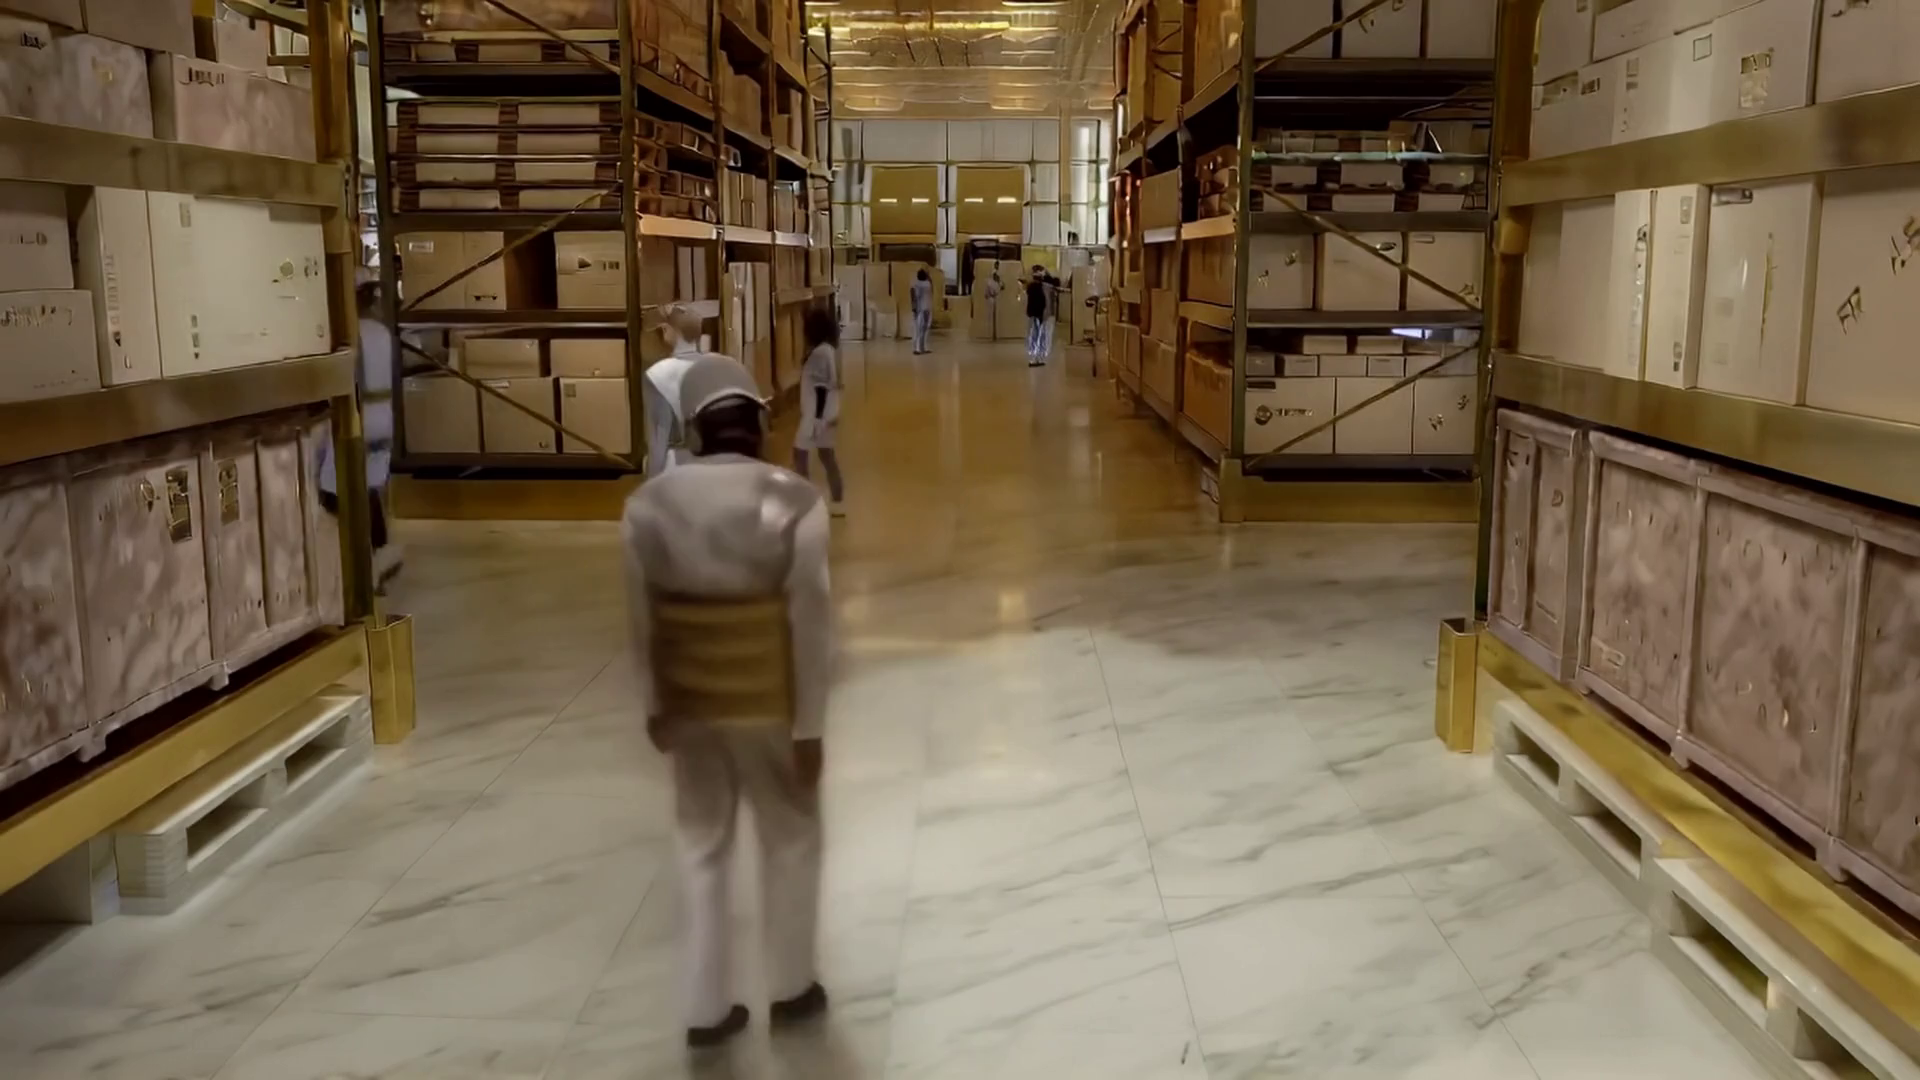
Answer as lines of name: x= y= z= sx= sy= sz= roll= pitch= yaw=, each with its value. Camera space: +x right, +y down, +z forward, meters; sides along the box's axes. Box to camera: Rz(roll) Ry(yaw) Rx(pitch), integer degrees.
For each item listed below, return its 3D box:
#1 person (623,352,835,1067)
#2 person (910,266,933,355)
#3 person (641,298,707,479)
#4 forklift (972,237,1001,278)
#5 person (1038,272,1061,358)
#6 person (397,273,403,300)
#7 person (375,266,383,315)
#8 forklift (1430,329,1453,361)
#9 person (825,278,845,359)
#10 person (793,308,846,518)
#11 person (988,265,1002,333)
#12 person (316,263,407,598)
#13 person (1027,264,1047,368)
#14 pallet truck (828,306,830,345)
person: x=-0.594 y=0.424 z=4.277 sx=0.611 sy=1.787 sz=0.577 roll=2 pitch=10 yaw=14
person: x=-0.828 y=-5.025 z=36.479 sx=0.355 sy=1.936 sz=0.637 roll=7 pitch=12 yaw=37
person: x=-1.336 y=-0.265 z=8.234 sx=0.389 sy=1.848 sz=0.567 roll=6 pitch=11 yaw=34
forklift: x=0.842 y=-8.321 z=53.406 sx=1.129 sy=2.768 sz=1.873 roll=0 pitch=9 yaw=1
person: x=1.837 y=-4.815 z=35.585 sx=0.654 sy=1.816 sz=0.727 roll=0 pitch=9 yaw=1
person: x=-19.737 y=-8.915 z=59.473 sx=0.701 sy=2.000 sz=1.035 roll=0 pitch=9 yaw=0
person: x=-21.949 y=-9.483 z=63.348 sx=0.622 sy=1.883 sz=0.744 roll=-9 pitch=13 yaw=-43
forklift: x=10.158 y=-4.752 z=32.026 sx=1.873 sy=2.768 sz=1.129 roll=-4 pitch=10 yaw=-23
person: x=-2.632 y=-4.633 z=34.854 sx=0.317 sy=1.695 sz=0.540 roll=-8 pitch=12 yaw=-40
person: x=-1.159 y=-0.984 z=13.113 sx=0.611 sy=1.678 sz=0.572 roll=2 pitch=10 yaw=10
person: x=1.027 y=-6.886 z=47.622 sx=0.371 sy=1.940 sz=0.627 roll=-6 pitch=11 yaw=-30
person: x=-3.575 y=-0.638 z=9.924 sx=0.472 sy=2.025 sz=0.616 roll=3 pitch=10 yaw=19
person: x=1.480 y=-4.314 z=32.050 sx=0.379 sy=1.996 sz=0.611 roll=3 pitch=10 yaw=20
pallet truck: x=-3.100 y=-3.940 z=29.800 sx=1.885 sy=1.965 sz=0.823 roll=3 pitch=10 yaw=19
